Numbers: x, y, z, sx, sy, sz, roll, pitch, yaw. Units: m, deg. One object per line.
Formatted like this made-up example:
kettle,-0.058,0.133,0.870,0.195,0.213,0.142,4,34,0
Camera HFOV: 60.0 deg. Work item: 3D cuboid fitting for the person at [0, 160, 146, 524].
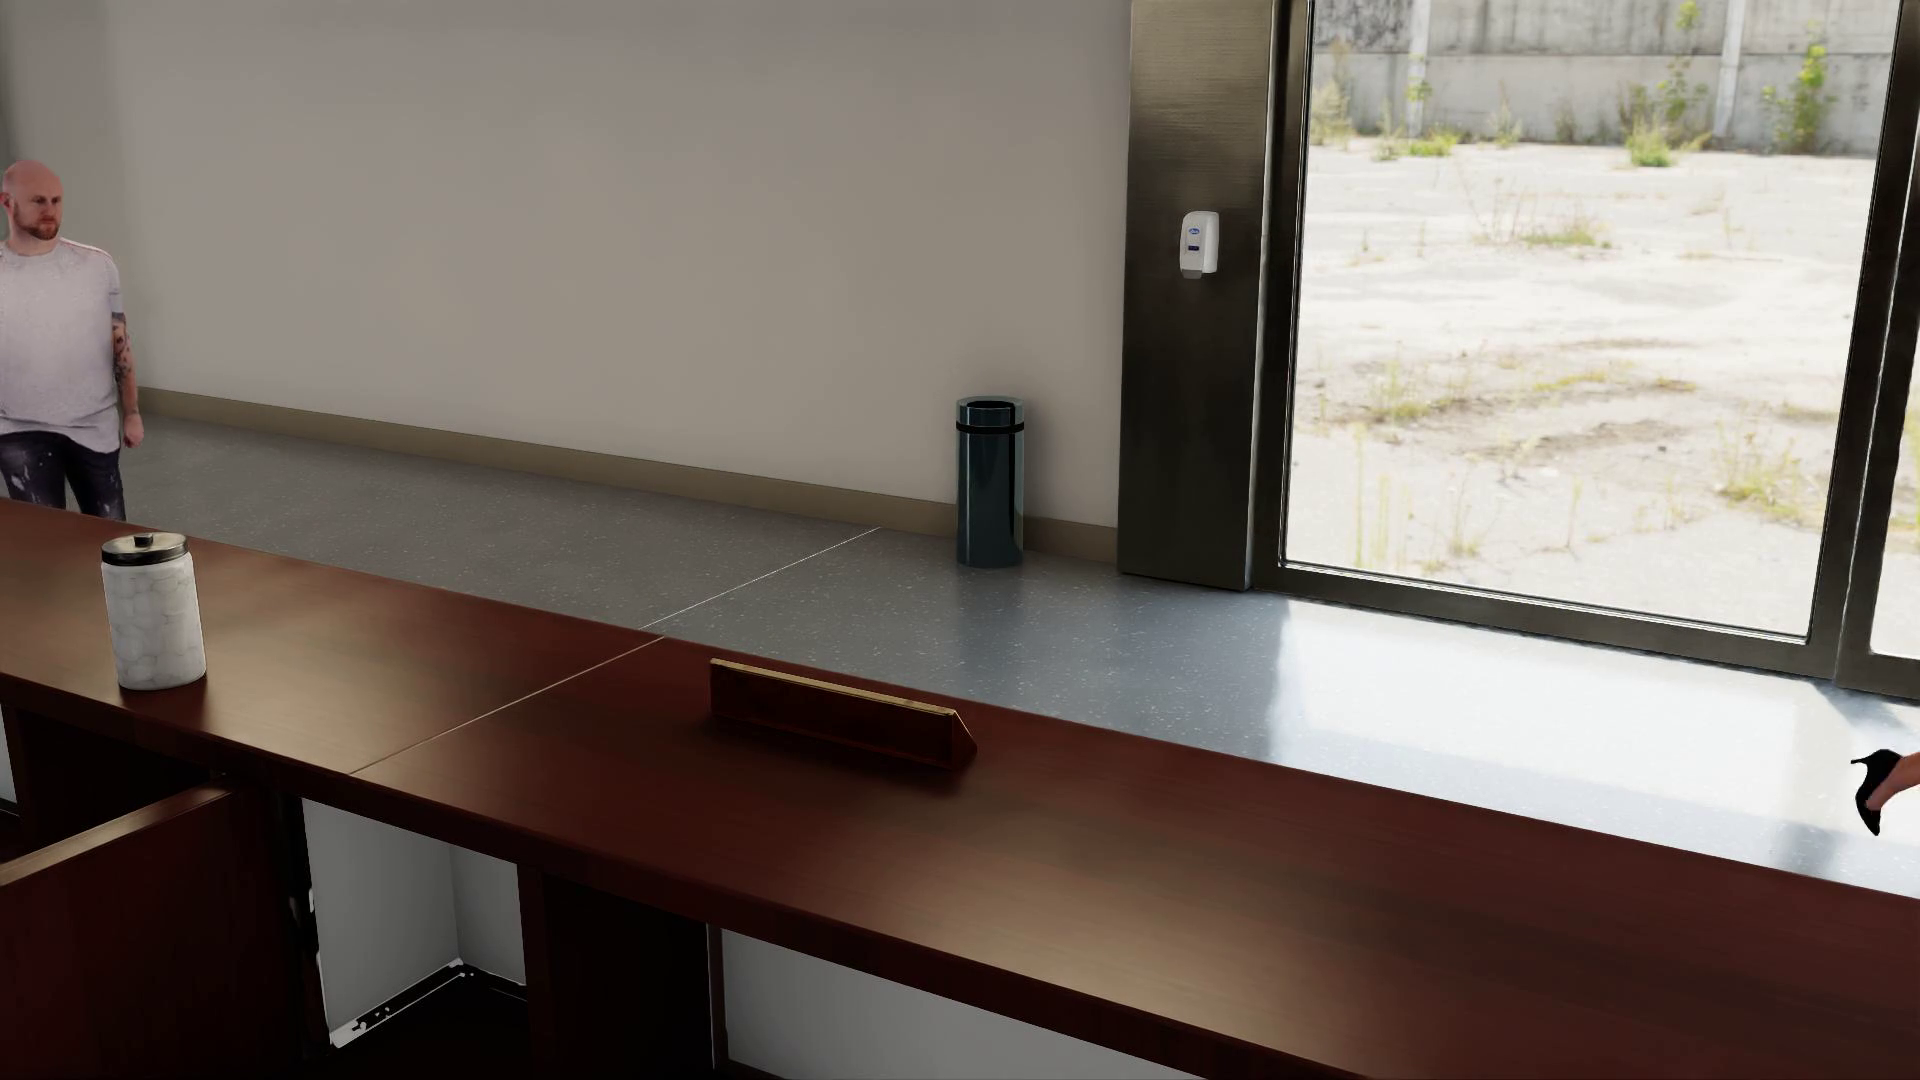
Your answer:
person,-3.148,-0.384,5.789,1.190,1.802,1.076,-10,18,-31
